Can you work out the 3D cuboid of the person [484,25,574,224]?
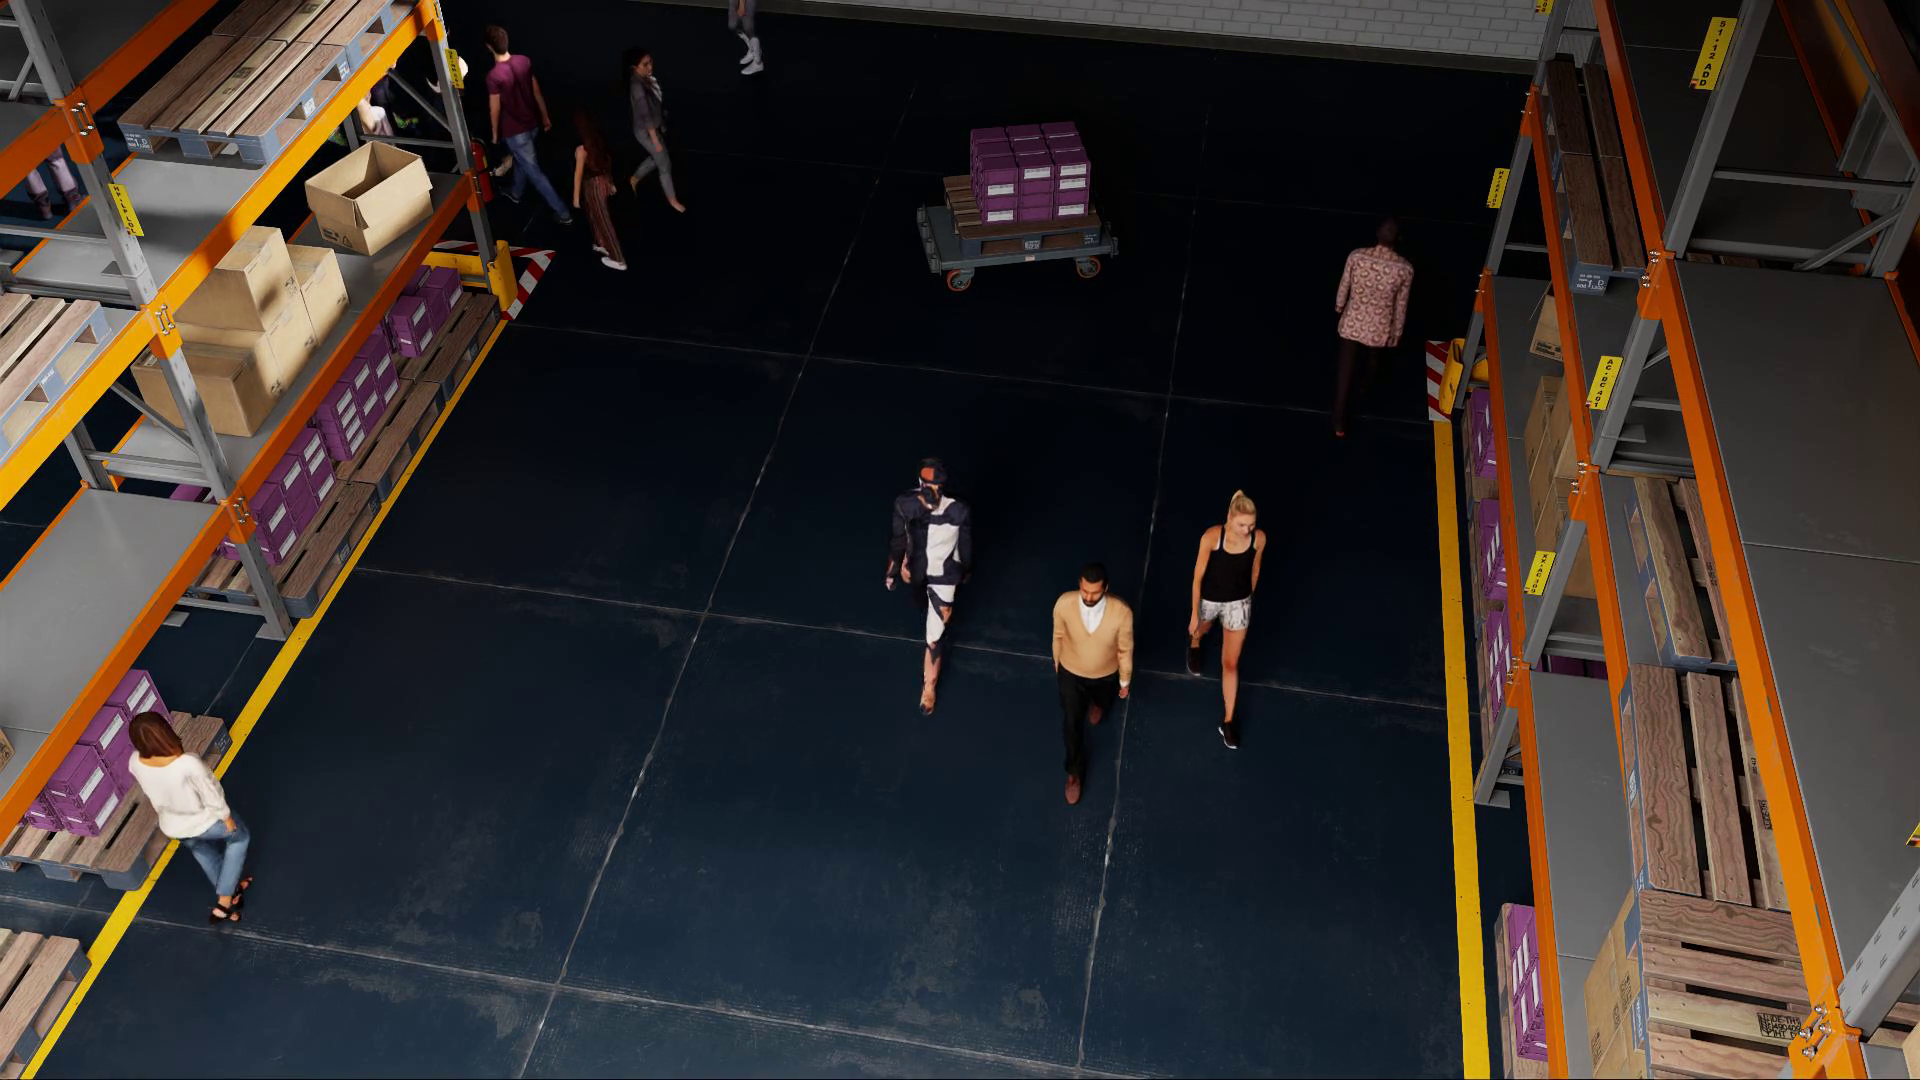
[{"bbox_3d":[-3.810,-3.602,14.667,0.988,1.798,1.217,23,48,22],"label":"person"}]

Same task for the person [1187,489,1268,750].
[{"bbox_3d":[1.631,0.329,10.547,0.782,1.789,1.246,-1,44,-1],"label":"person"}]

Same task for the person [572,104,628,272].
[{"bbox_3d":[-3.028,-2.980,14.193,0.679,1.551,0.645,16,46,16],"label":"person"}]

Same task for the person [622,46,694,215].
[{"bbox_3d":[-2.822,-3.609,14.778,0.825,1.654,0.882,-5,44,-5],"label":"person"}]

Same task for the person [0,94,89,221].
[{"bbox_3d":[-8.315,-3.748,14.715,0.772,1.944,0.727,-8,44,-8],"label":"person"}]

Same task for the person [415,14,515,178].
[{"bbox_3d":[-4.649,-3.816,14.925,0.937,1.752,1.272,24,48,23],"label":"person"}]

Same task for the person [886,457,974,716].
[{"bbox_3d":[-0.180,0.149,10.687,0.695,1.857,1.197,8,44,8],"label":"person"}]

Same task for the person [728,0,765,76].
[{"bbox_3d":[-2.120,-5.485,16.726,0.795,1.684,0.735,-22,48,-21],"label":"person"}]

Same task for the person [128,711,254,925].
[{"bbox_3d":[-4.299,1.613,9.283,0.617,1.674,0.677,6,44,7],"label":"person"}]

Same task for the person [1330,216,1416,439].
[{"bbox_3d":[3.055,-1.570,12.561,0.773,1.761,1.193,12,45,12],"label":"person"}]

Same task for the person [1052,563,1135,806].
[{"bbox_3d":[0.820,0.731,10.168,0.690,1.730,1.147,4,44,5],"label":"person"}]
